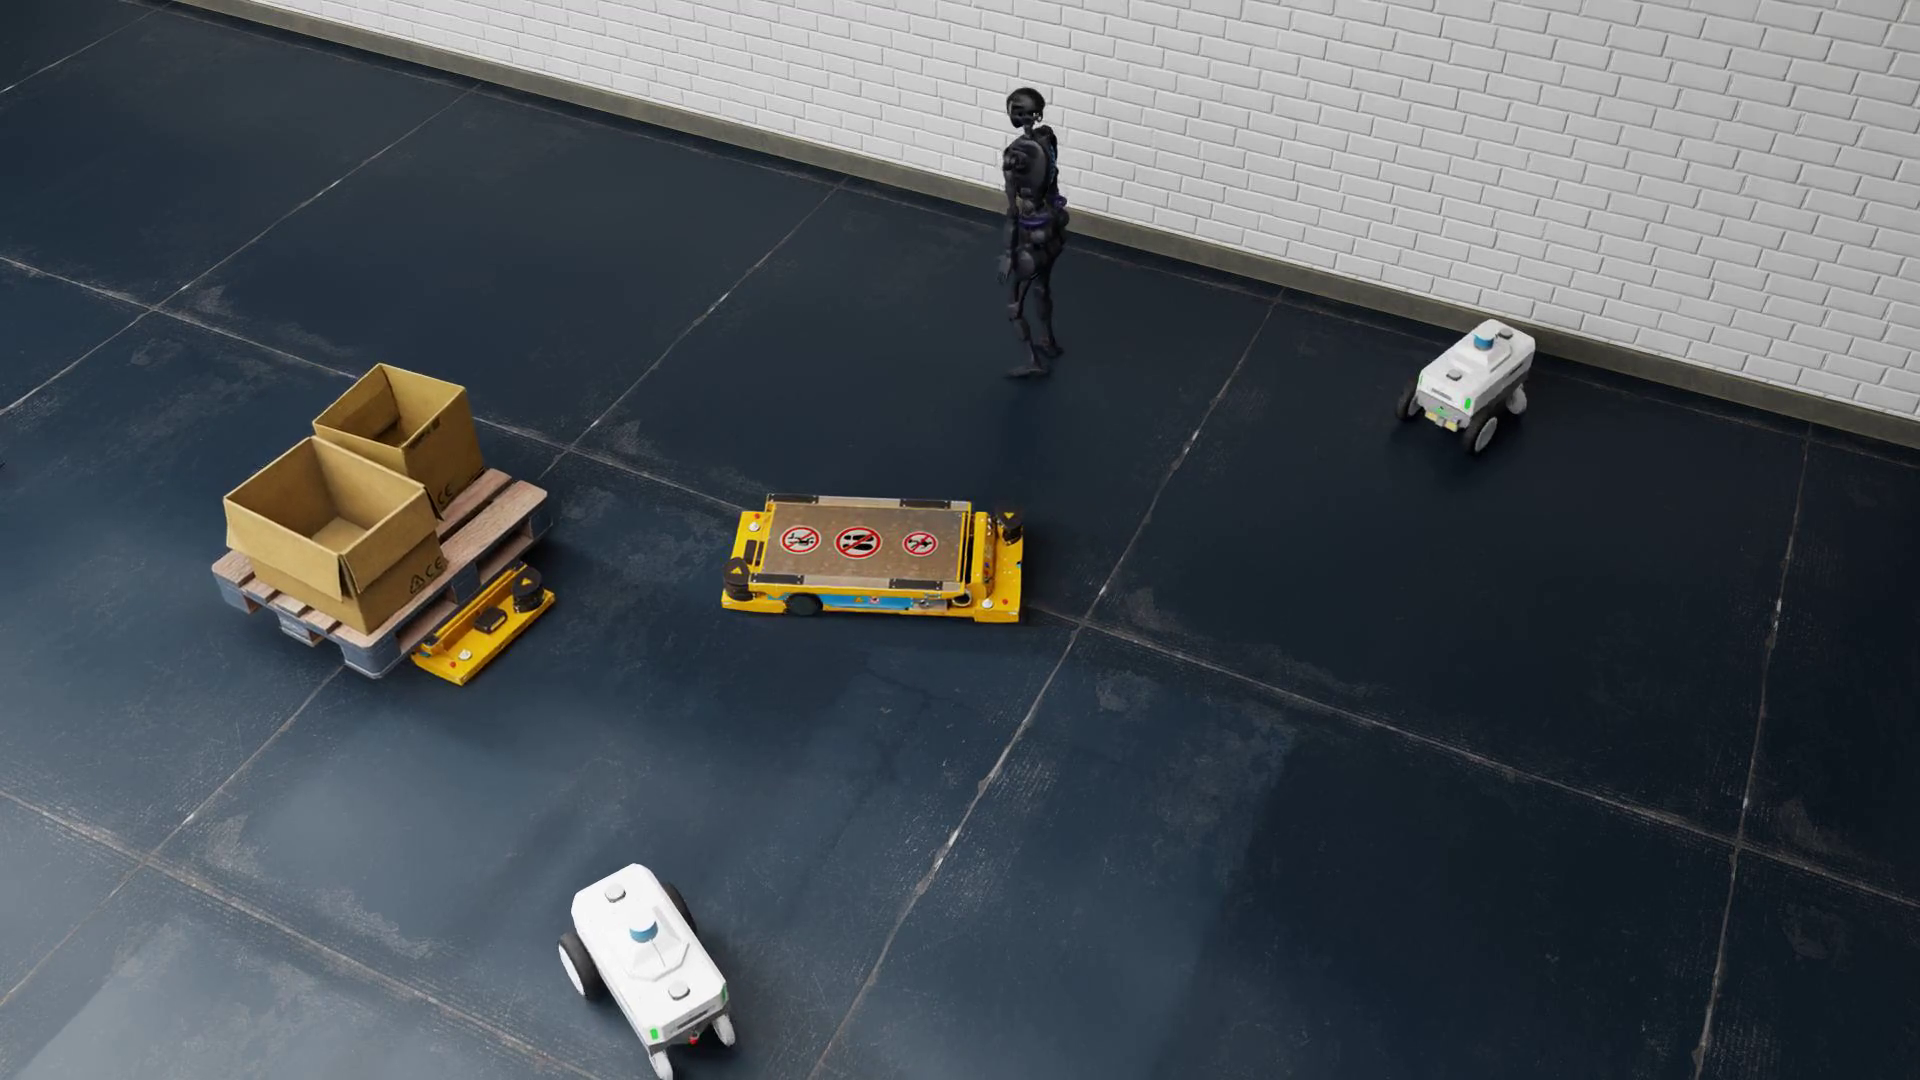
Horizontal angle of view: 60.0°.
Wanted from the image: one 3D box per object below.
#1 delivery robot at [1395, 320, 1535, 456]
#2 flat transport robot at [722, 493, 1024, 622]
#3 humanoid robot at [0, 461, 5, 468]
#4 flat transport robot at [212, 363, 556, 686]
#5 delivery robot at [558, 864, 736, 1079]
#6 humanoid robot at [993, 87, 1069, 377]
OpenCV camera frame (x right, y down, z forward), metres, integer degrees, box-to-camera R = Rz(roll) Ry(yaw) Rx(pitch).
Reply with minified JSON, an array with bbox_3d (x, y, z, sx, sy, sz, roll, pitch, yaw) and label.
[{"bbox_3d":[2.760,-0.841,8.967,0.525,0.614,0.786,33,52,31],"label":"delivery robot"},{"bbox_3d":[-0.412,0.088,8.160,1.431,0.231,0.659,2,43,3],"label":"flat transport robot"},{"bbox_3d":[-5.385,-0.822,8.135,0.768,1.624,0.586,-4,43,-4],"label":"humanoid robot"},{"bbox_3d":[-2.735,0.188,8.052,1.431,0.231,0.659,22,47,22],"label":"flat transport robot"},{"bbox_3d":[-1.183,1.600,6.322,0.499,0.599,0.784,-25,49,-25],"label":"delivery robot"},{"bbox_3d":[0.411,-1.644,8.999,0.404,1.636,0.613,20,46,20],"label":"humanoid robot"}]
